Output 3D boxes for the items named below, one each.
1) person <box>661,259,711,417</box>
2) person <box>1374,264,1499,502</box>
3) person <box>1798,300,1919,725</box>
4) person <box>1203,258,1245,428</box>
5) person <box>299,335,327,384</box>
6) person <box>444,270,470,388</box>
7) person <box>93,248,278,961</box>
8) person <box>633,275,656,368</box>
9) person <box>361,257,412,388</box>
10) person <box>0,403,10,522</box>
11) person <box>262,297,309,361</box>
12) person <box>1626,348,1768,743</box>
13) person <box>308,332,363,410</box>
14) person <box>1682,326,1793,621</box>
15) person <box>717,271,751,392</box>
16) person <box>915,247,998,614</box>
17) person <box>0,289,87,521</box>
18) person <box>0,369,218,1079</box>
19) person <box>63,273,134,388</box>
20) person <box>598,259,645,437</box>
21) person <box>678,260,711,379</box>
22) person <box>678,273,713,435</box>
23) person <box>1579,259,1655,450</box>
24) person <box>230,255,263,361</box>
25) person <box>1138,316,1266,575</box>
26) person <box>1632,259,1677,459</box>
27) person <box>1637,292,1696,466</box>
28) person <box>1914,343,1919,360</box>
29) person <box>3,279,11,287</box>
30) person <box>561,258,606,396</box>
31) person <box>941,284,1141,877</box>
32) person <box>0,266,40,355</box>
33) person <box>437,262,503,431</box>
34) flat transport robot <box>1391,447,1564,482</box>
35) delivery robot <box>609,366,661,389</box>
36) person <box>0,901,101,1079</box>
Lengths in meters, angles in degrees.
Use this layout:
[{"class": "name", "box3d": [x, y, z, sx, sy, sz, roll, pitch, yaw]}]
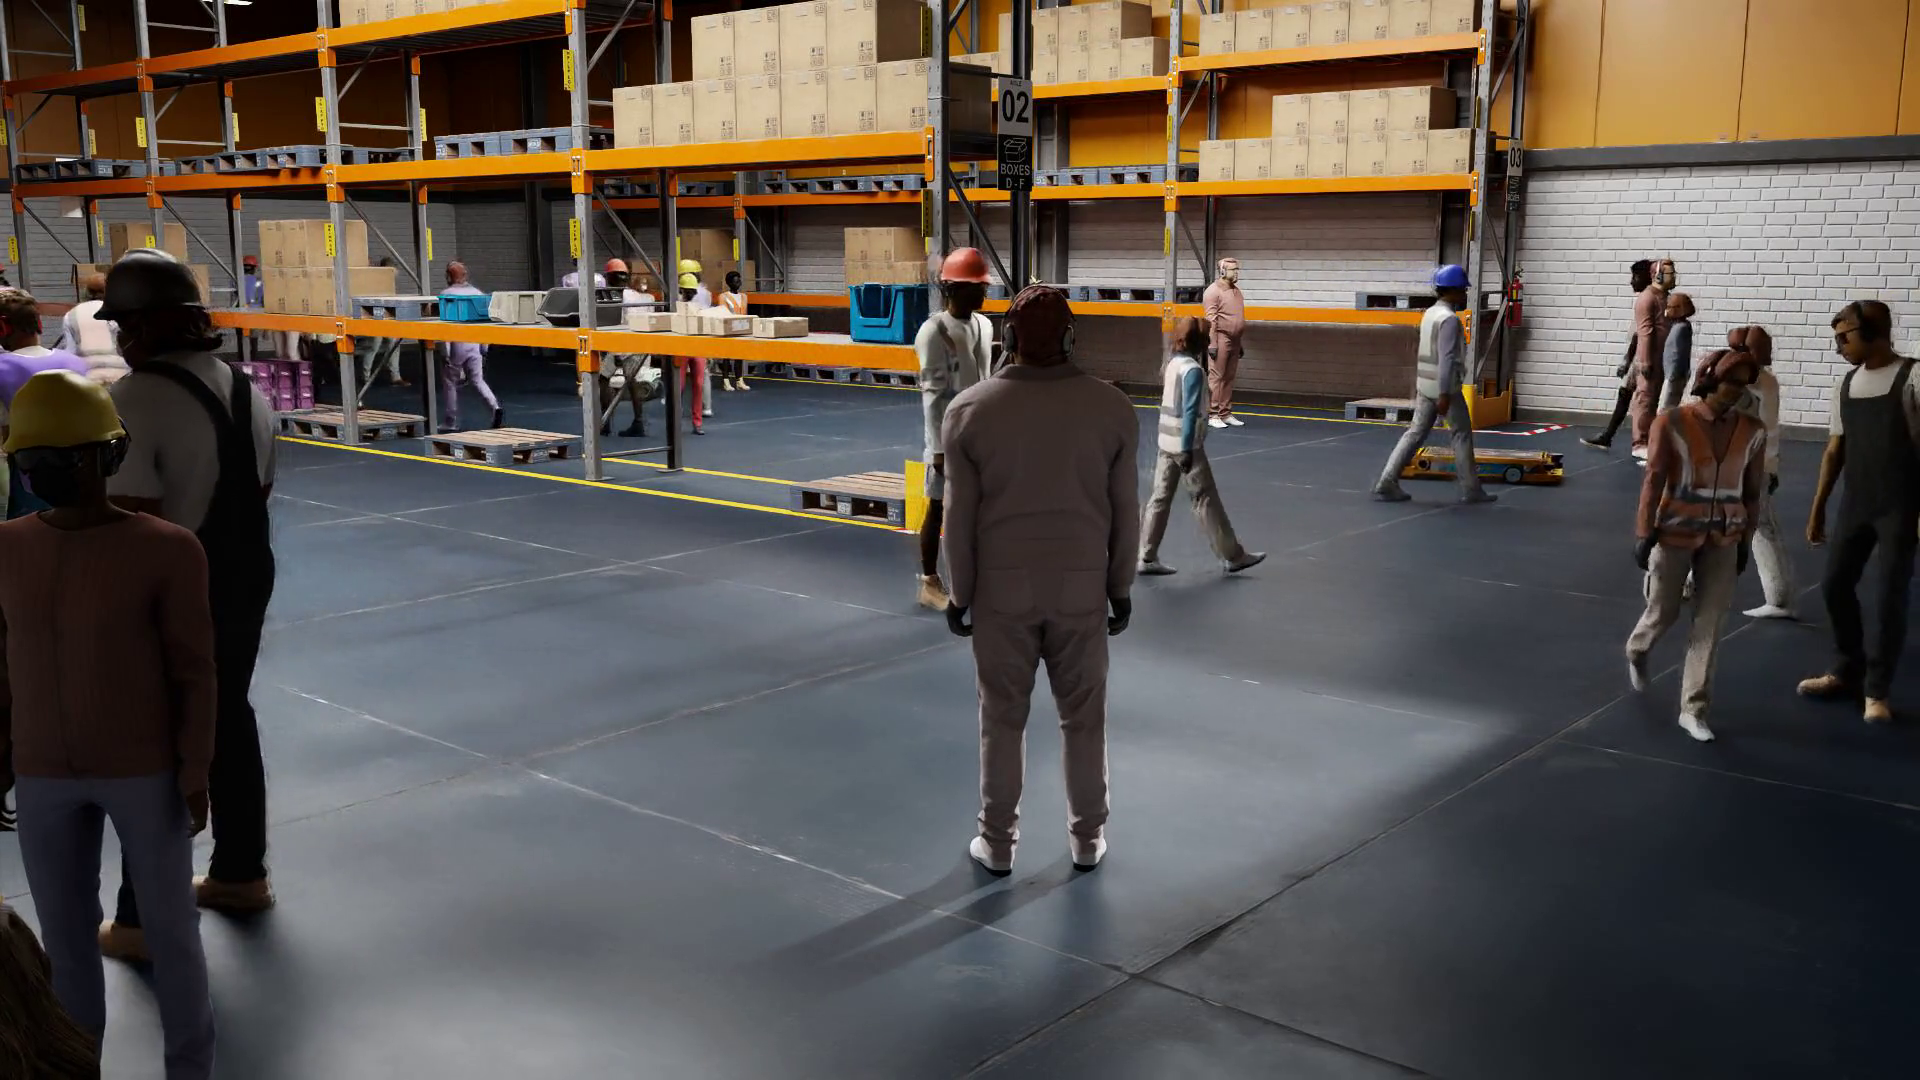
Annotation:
[{"class": "person", "box3d": [-3.281, -2.429, 20.061, 0.612, 1.873, 1.000, -8, 13, -37]}, {"class": "person", "box3d": [3.794, -1.234, 13.214, 0.977, 1.905, 0.619, -1, 10, -4]}, {"class": "person", "box3d": [3.975, -0.124, 7.194, 0.371, 1.808, 0.614, -5, 11, -26]}, {"class": "person", "box3d": [3.016, -2.228, 18.835, 0.410, 1.913, 0.643, 8, 13, 39]}, {"class": "person", "box3d": [-9.766, -3.266, 24.652, 0.681, 1.949, 0.456, 1, 10, 6]}, {"class": "person", "box3d": [-7.208, -3.078, 23.963, 0.521, 1.810, 0.606, -2, 10, -10]}, {"class": "person", "box3d": [-2.308, 0.160, 4.872, 0.535, 2.000, 0.700, 2, 10, 11]}, {"class": "person", "box3d": [-4.862, -3.215, 25.252, 0.519, 1.616, 0.544, -7, 12, -34]}, {"class": "person", "box3d": [-8.447, -3.159, 24.226, 0.713, 1.903, 0.650, 3, 10, 15]}, {"class": "person", "box3d": [-4.518, -0.136, 7.348, 0.661, 1.772, 0.914, -2, 10, -11]}, {"class": "person", "box3d": [-9.106, -2.897, 22.432, 0.638, 1.993, 0.395, 2, 10, 9]}, {"class": "person", "box3d": [3.075, -0.008, 7.025, 0.532, 1.611, 0.648, 0, 10, 1]}, {"class": "person", "box3d": [-7.752, -2.526, 20.448, 1.046, 1.948, 0.629, 7, 12, 35]}, {"class": "person", "box3d": [4.262, -0.375, 9.191, 0.836, 1.594, 0.515, 8, 13, 39]}, {"class": "person", "box3d": [-3.198, -2.955, 23.579, 0.318, 1.700, 0.535, 8, 13, 39]}, {"class": "person", "box3d": [0.085, -0.555, 8.996, 0.872, 2.012, 0.634, 9, 13, 40]}, {"class": "person", "box3d": [-4.184, -0.213, 7.566, 0.390, 1.839, 0.564, 3, 10, 15]}, {"class": "person", "box3d": [-1.900, 0.509, 3.666, 0.522, 1.768, 0.311, 0, 10, -3]}, {"class": "person", "box3d": [-7.241, -1.368, 14.233, 0.619, 1.799, 0.950, 0, 10, -3]}, {"class": "person", "box3d": [-3.721, -2.054, 17.865, 0.797, 1.901, 0.558, 3, 10, 16]}, {"class": "person", "box3d": [-4.118, -3.422, 25.859, 0.404, 1.833, 0.590, 8, 13, 39]}, {"class": "person", "box3d": [-2.962, -2.024, 18.114, 0.540, 1.749, 0.520, -5, 11, -27]}, {"class": "person", "box3d": [6.737, -1.801, 16.411, 1.007, 1.918, 0.625, 4, 11, 23]}, {"class": "person", "box3d": [-11.193, -3.542, 26.296, 0.552, 1.913, 0.683, -1, 10, -7]}, {"class": "person", "box3d": [1.481, -0.570, 10.248, 0.823, 1.595, 0.545, -2, 10, -9]}, {"class": "person", "box3d": [6.725, -1.735, 16.029, 0.410, 1.913, 0.643, 8, 13, 39]}, {"class": "person", "box3d": [6.621, -1.463, 15.285, 0.583, 1.616, 0.514, 6, 12, 31]}, {"class": "person", "box3d": [6.805, -0.823, 11.372, 0.535, 1.724, 0.862, -3, 10, -17]}, {"class": "person", "box3d": [-11.382, -2.275, 19.808, 0.552, 1.648, 0.843, -9, 13, -40]}, {"class": "person", "box3d": [-5.129, -2.984, 22.759, 0.605, 2.045, 0.379, -3, 10, -15]}, {"class": "person", "box3d": [0.253, 0.140, 5.365, 0.643, 1.908, 0.410, -1, 10, -6]}, {"class": "person", "box3d": [-10.823, -2.226, 18.935, 0.607, 1.867, 0.959, -7, 12, -36]}, {"class": "person", "box3d": [-5.443, -2.115, 18.300, 0.852, 1.881, 0.652, 7, 12, 36]}, {"class": "flat transport robot", "box3d": [4.558, -0.676, 14.665, 1.431, 0.197, 0.652, 4, 11, 20]}, {"class": "delivery robot", "box3d": [-4.360, -2.178, 22.145, 0.707, 0.478, 0.477, 1, 10, 7]}, {"class": "person", "box3d": [-0.706, 0.964, 1.139, 0.484, 1.744, 0.294, -1, 10, -5]}]
